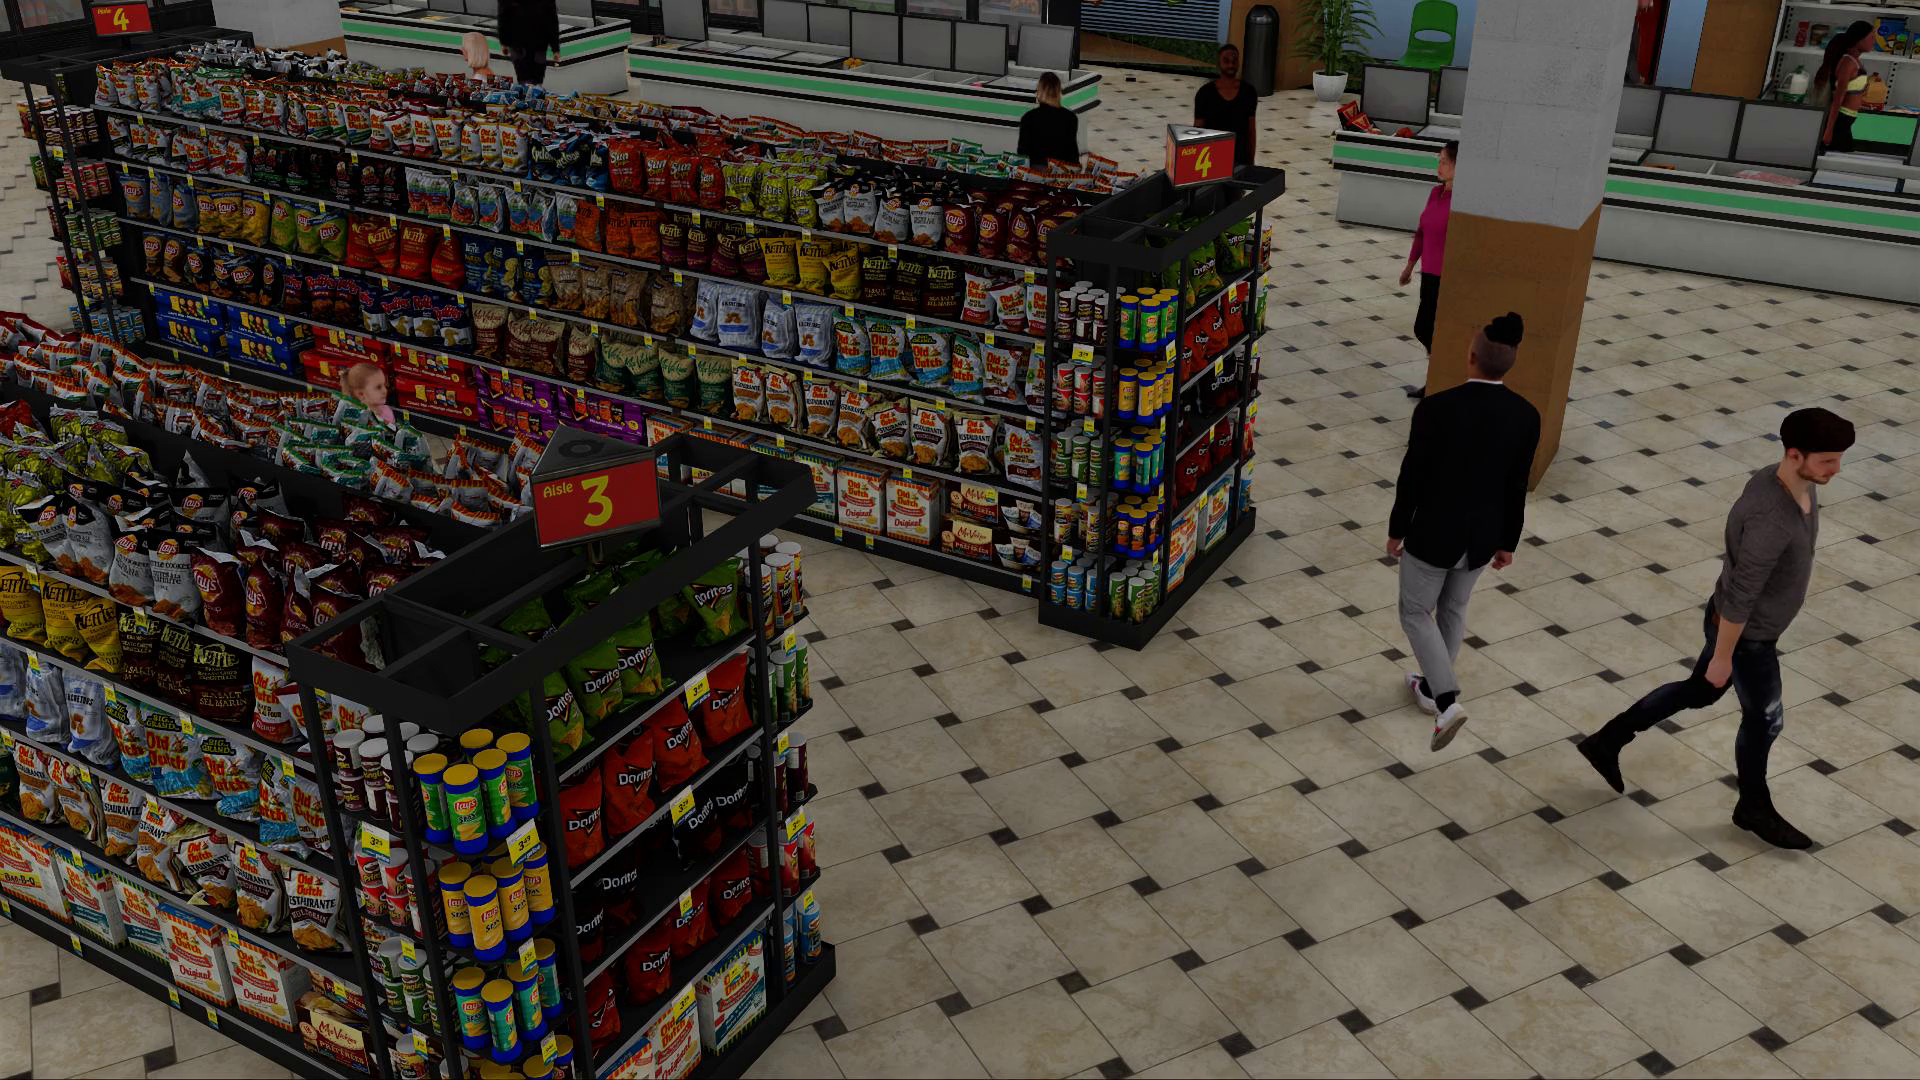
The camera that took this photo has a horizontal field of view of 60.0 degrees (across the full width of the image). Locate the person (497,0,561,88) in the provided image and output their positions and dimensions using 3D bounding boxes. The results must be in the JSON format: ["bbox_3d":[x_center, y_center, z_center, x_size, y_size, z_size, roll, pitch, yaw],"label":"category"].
[{"bbox_3d":[-4.463,-5.051,17.048,0.992,1.786,1.071,-9,28,-16],"label":"person"}]

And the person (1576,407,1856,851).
[{"bbox_3d":[2.915,0.319,6.379,1.132,1.859,0.755,12,29,22],"label":"person"}]

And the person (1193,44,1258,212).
[{"bbox_3d":[2.024,-2.905,12.814,1.091,1.789,1.070,-2,27,-3],"label":"person"}]

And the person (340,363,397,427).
[{"bbox_3d":[-2.907,-0.271,8.202,0.678,1.262,0.580,7,28,14],"label":"person"}]

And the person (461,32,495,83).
[{"bbox_3d":[-3.823,-3.224,13.484,0.667,1.751,0.643,-2,27,-3],"label":"person"}]

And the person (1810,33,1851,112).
[{"bbox_3d":[7.750,-3.775,14.876,0.642,1.476,0.649,3,27,5],"label":"person"}]

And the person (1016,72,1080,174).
[{"bbox_3d":[0.675,-2.591,12.355,0.972,1.644,1.035,-7,28,-14],"label":"person"}]

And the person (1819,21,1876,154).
[{"bbox_3d":[7.253,-3.452,13.964,1.100,1.724,0.583,16,31,28],"label":"person"}]

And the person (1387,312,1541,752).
[{"bbox_3d":[2.091,-0.006,6.938,1.114,1.933,1.117,-2,27,-5],"label":"person"}]

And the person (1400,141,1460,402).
[{"bbox_3d":[3.110,-1.666,10.485,0.750,1.685,0.698,-5,27,-10],"label":"person"}]
